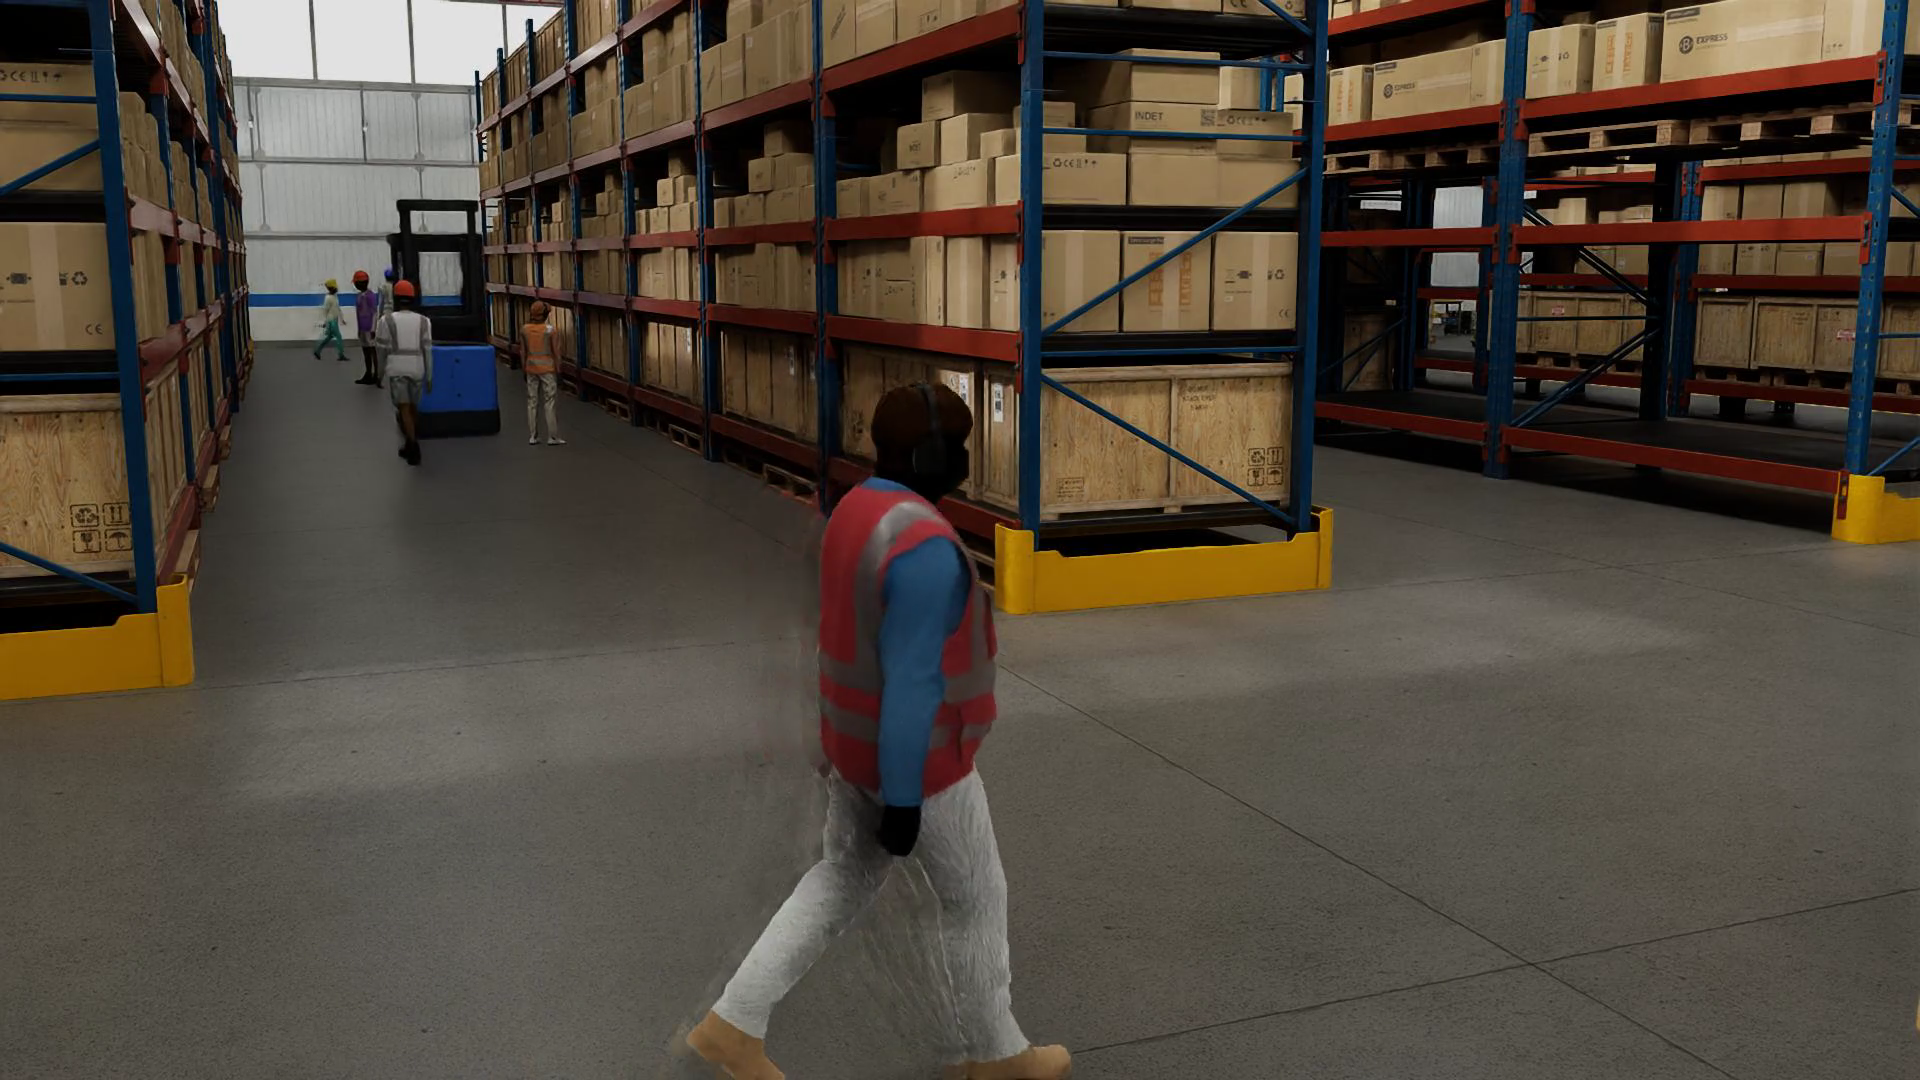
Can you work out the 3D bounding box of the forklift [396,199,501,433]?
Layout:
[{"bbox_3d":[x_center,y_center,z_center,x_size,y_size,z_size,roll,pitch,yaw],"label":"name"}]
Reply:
[{"bbox_3d":[-6.313,-2.746,20.311,1.129,2.768,1.873,-4,10,-22],"label":"forklift"}]

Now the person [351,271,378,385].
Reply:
[{"bbox_3d":[-10.117,-3.609,28.312,0.547,1.934,0.376,9,13,43],"label":"person"}]

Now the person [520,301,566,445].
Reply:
[{"bbox_3d":[-4.747,-1.890,18.892,0.521,1.639,0.311,3,10,19],"label":"person"}]

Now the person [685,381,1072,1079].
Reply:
[{"bbox_3d":[-0.212,0.512,4.051,0.922,1.806,0.629,-4,10,-21],"label":"person"}]

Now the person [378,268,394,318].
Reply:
[{"bbox_3d":[-12.299,-4.900,36.011,0.614,1.943,0.409,-9,13,-43],"label":"person"}]

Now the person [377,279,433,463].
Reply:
[{"bbox_3d":[-5.744,-1.757,17.305,0.542,1.909,0.926,-7,12,-37],"label":"person"}]

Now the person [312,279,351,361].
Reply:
[{"bbox_3d":[-13.312,-4.644,35.082,0.782,1.739,0.517,0,9,-2],"label":"person"}]
